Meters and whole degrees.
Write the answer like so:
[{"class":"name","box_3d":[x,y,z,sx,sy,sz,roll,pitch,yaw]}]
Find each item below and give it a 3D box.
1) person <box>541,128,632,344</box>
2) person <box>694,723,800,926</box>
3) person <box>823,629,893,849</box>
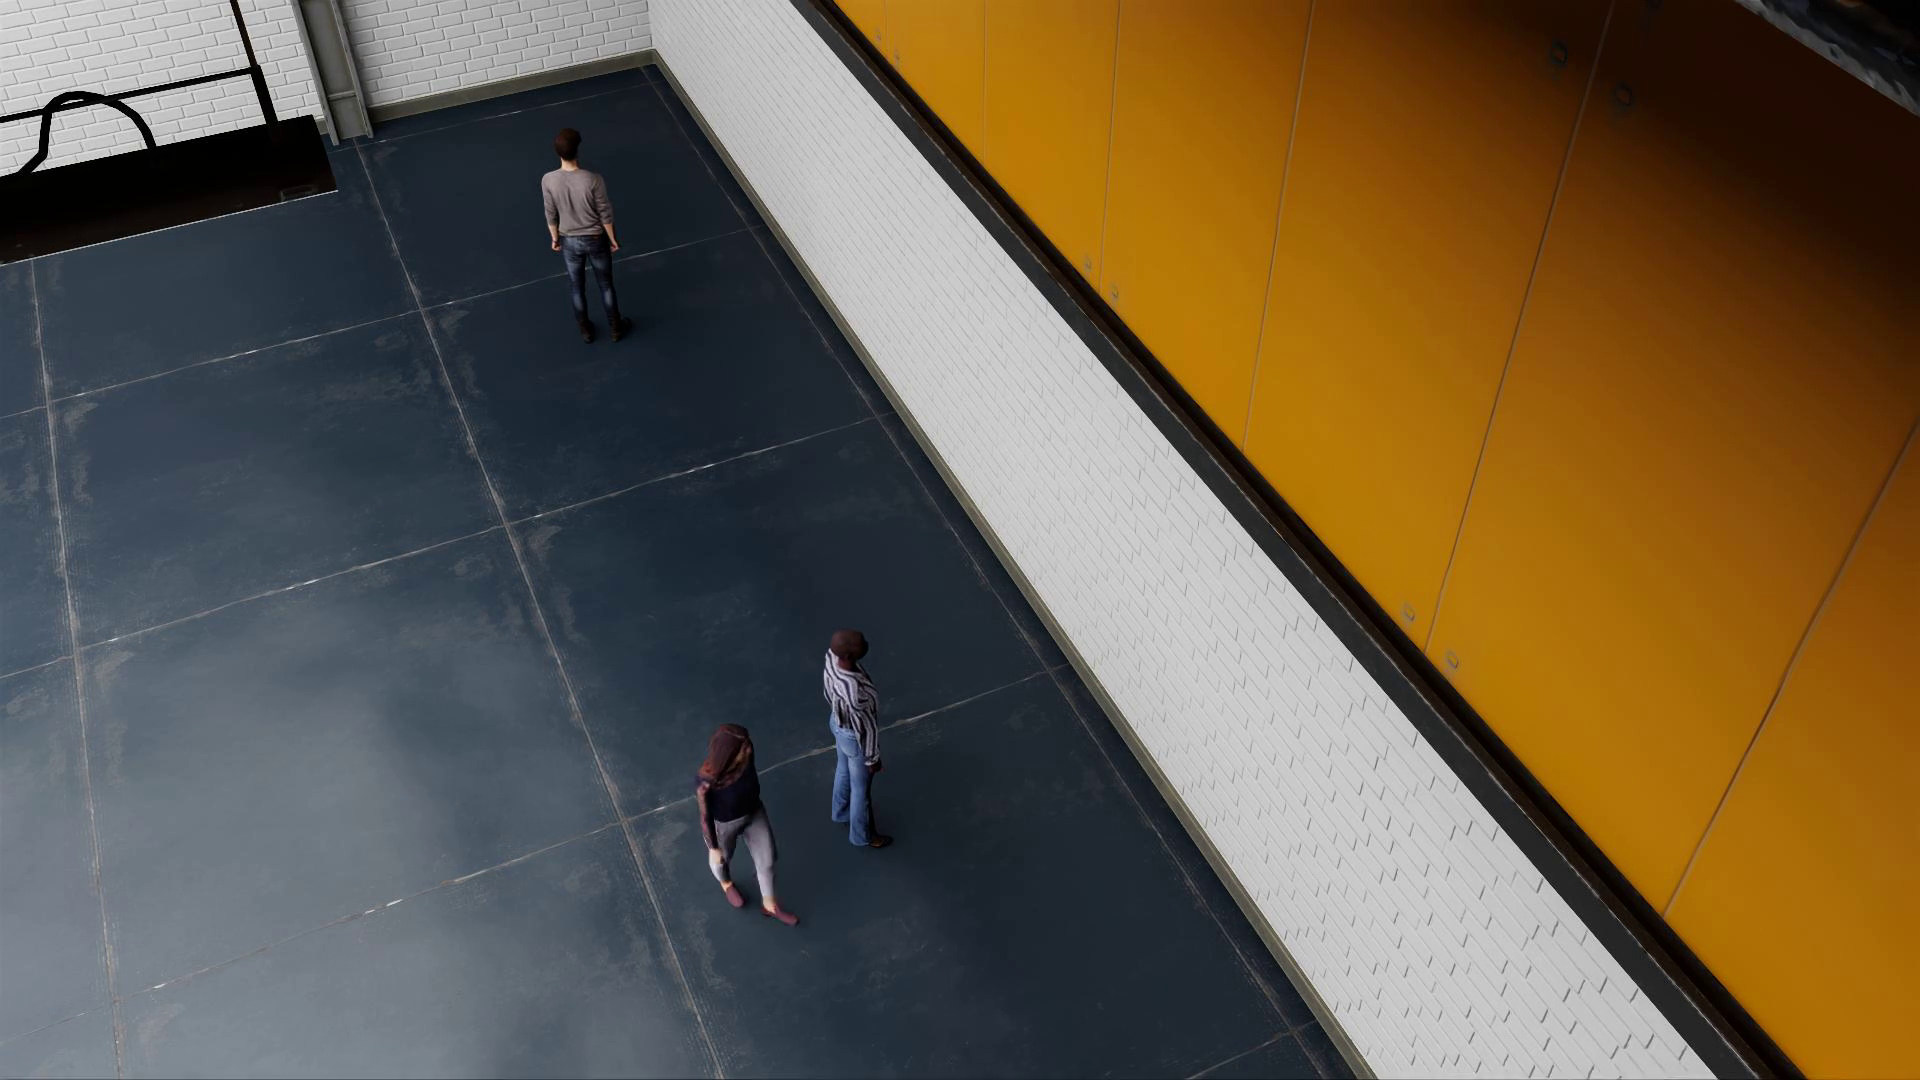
[{"class":"person","box_3d":[-3.039,-2.429,13.428,0.671,1.903,0.839,-1,44,-1]},{"class":"person","box_3d":[-1.334,1.562,9.469,0.886,1.585,0.877,33,53,30]},{"class":"person","box_3d":[-0.623,1.157,9.741,0.517,1.796,0.620,-19,47,-19]}]
